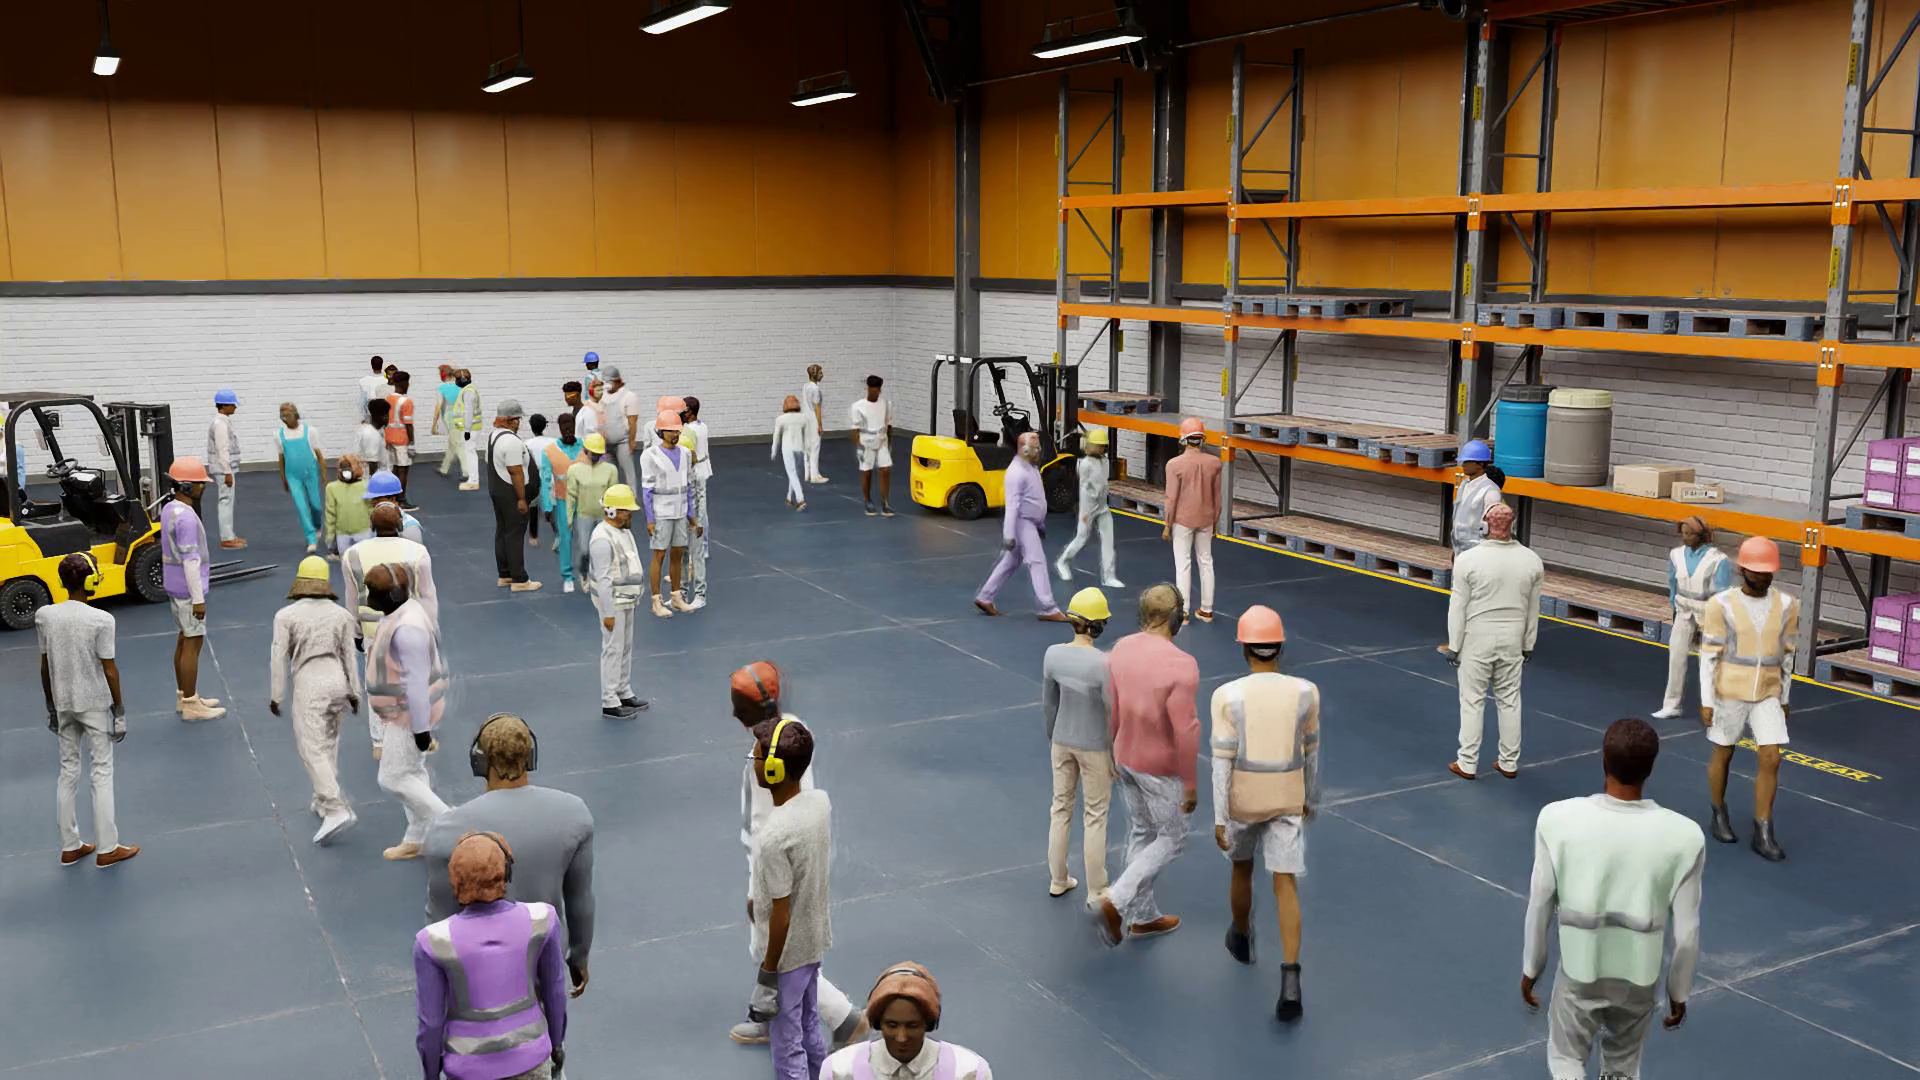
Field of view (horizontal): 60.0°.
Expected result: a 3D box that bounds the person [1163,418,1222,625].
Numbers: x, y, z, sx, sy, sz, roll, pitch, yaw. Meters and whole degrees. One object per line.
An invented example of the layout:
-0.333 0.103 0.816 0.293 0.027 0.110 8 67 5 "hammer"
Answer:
2.229 -0.184 16.050 0.614 1.993 0.395 -4 11 -21 "person"

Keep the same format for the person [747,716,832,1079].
-0.656 1.575 6.287 0.328 1.872 0.508 3 10 15 "person"

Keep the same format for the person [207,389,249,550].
-8.854 -0.854 20.092 0.418 1.939 0.615 -4 11 -22 "person"

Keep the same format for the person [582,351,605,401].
-6.027 -2.149 27.539 0.416 1.939 0.604 3 10 18 "person"

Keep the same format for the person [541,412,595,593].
-4.088 -0.399 17.547 0.644 1.906 0.461 -5 11 -25 "person"

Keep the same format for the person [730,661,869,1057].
-0.714 1.412 7.273 0.641 1.857 0.646 1 10 6 "person"

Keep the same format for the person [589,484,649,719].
-2.632 0.469 12.807 0.403 1.821 0.602 1 10 6 "person"

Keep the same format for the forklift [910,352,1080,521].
0.460 -1.461 22.833 2.313 2.155 1.214 -5 11 -28 "forklift"

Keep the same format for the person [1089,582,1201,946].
0.924 1.172 8.501 0.586 1.911 0.665 -7 12 -34 "person"

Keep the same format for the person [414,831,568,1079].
-1.590 1.794 5.697 0.513 1.638 0.313 -5 11 -28 "person"

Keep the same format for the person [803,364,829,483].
-2.258 -1.806 25.822 0.331 1.844 0.519 -5 11 -25 "person"

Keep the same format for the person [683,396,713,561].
-3.079 -0.709 19.289 0.391 1.922 0.593 1 10 5 "person"

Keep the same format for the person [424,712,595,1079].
-1.638 1.580 6.108 0.640 1.927 0.387 -8 12 -38 "person"

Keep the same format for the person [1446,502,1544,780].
3.611 0.689 11.327 0.636 1.900 0.401 -2 10 -10 "person"

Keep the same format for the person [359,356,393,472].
-9.306 -1.995 26.696 0.587 1.920 0.391 -4 10 -19 "person"

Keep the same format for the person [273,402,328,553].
-7.886 -0.772 19.952 0.576 1.802 0.771 -3 10 -14 "person"

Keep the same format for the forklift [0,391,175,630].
-9.026 -0.363 16.508 1.214 2.155 2.313 6 11 29 "forklift"

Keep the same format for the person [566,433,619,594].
-3.764 -0.242 17.120 0.558 1.737 0.454 -4 11 -21 "person"

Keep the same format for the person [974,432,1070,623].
0.592 -0.133 16.167 1.008 1.861 0.654 2 10 12 "person"

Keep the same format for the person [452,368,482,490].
-7.440 -1.677 25.138 0.429 1.830 0.640 -3 10 -18 "person"

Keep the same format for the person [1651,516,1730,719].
5.668 0.597 12.723 0.613 1.594 0.523 -7 12 -34 "person"

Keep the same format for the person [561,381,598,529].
-4.811 -1.074 21.321 0.461 1.939 0.647 -7 12 -37 "person"

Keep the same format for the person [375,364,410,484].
-8.720 -1.769 25.599 0.510 1.855 0.333 -5 11 -24 "person"

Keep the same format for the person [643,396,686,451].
-3.756 -0.963 21.238 0.567 1.750 0.341 -1 10 -5 "person"

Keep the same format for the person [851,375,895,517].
-1.138 -1.262 22.423 0.620 1.928 0.769 -4 11 -24 "person"

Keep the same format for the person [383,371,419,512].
-7.743 -1.368 23.014 0.620 1.955 0.391 8 13 39 "person"

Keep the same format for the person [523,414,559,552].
-5.002 -0.691 19.952 0.533 1.663 0.873 -5 11 -27 "person"

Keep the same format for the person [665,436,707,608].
-2.771 -0.178 16.742 0.493 1.743 0.295 7 12 34 "person"

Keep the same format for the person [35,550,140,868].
-5.104 0.989 9.702 0.510 1.861 0.324 1 10 7 "person"

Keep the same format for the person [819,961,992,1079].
-0.151 1.967 4.727 0.513 1.630 0.318 0 10 1 "person"

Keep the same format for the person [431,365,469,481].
-8.008 -1.832 26.065 0.930 1.806 0.600 4 11 22 "person"

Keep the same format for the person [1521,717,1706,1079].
2.392 1.591 6.115 0.601 1.895 0.690 2 10 13 "person"

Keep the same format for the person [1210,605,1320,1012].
1.472 1.272 8.014 0.555 1.890 1.013 0 10 -1 "person"

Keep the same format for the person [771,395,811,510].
-2.327 -1.224 23.202 0.520 1.595 0.851 -5 11 -25 "person"

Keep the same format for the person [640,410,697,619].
-2.840 -0.262 16.361 0.377 2.045 0.605 8 13 39 "person"

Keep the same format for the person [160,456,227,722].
-5.880 0.370 12.757 0.398 2.034 0.610 -7 12 -35 "person"

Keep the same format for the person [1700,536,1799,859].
4.698 0.934 9.856 0.565 1.906 0.794 1 10 6 "person"

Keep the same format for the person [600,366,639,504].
-4.782 -1.410 22.981 0.687 2.000 0.541 4 11 24 "person"

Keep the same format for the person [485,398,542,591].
-4.732 -0.492 17.694 0.536 2.000 0.676 -7 12 -35 "person"

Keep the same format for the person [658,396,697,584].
-3.051 -0.542 18.016 0.406 2.035 0.607 2 10 12 "person"

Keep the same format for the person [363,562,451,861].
-3.220 1.011 9.680 0.436 1.819 0.653 -4 10 -20 "person"

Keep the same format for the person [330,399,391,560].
-6.853 -0.699 19.324 1.026 1.893 0.665 -3 10 -17 "person"

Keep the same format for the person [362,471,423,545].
-4.299 0.435 12.672 0.601 1.939 0.410 8 13 38 "person"

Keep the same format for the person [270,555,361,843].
-3.931 0.966 10.331 0.810 1.685 0.545 9 13 42 "person"

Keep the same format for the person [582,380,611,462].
-4.992 -1.270 22.740 0.389 1.843 0.565 4 10 20 "person"

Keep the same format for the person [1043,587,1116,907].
0.688 1.131 9.142 0.525 1.769 0.315 8 13 39 "person"

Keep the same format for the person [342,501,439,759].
-3.995 0.639 11.753 0.626 1.847 0.429 -1 10 -4 "person"

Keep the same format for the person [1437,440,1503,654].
4.497 0.094 14.587 0.386 1.948 0.601 -2 10 -13 "person"

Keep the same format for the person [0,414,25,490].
-10.712 -0.534 18.534 0.588 1.834 0.403 2 10 11 "person"

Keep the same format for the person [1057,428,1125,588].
1.403 -0.361 17.901 0.494 1.707 0.836 -10 14 -44 "person"

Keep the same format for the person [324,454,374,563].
-5.956 -0.039 16.306 0.505 1.618 0.333 -1 10 -3 "person"
